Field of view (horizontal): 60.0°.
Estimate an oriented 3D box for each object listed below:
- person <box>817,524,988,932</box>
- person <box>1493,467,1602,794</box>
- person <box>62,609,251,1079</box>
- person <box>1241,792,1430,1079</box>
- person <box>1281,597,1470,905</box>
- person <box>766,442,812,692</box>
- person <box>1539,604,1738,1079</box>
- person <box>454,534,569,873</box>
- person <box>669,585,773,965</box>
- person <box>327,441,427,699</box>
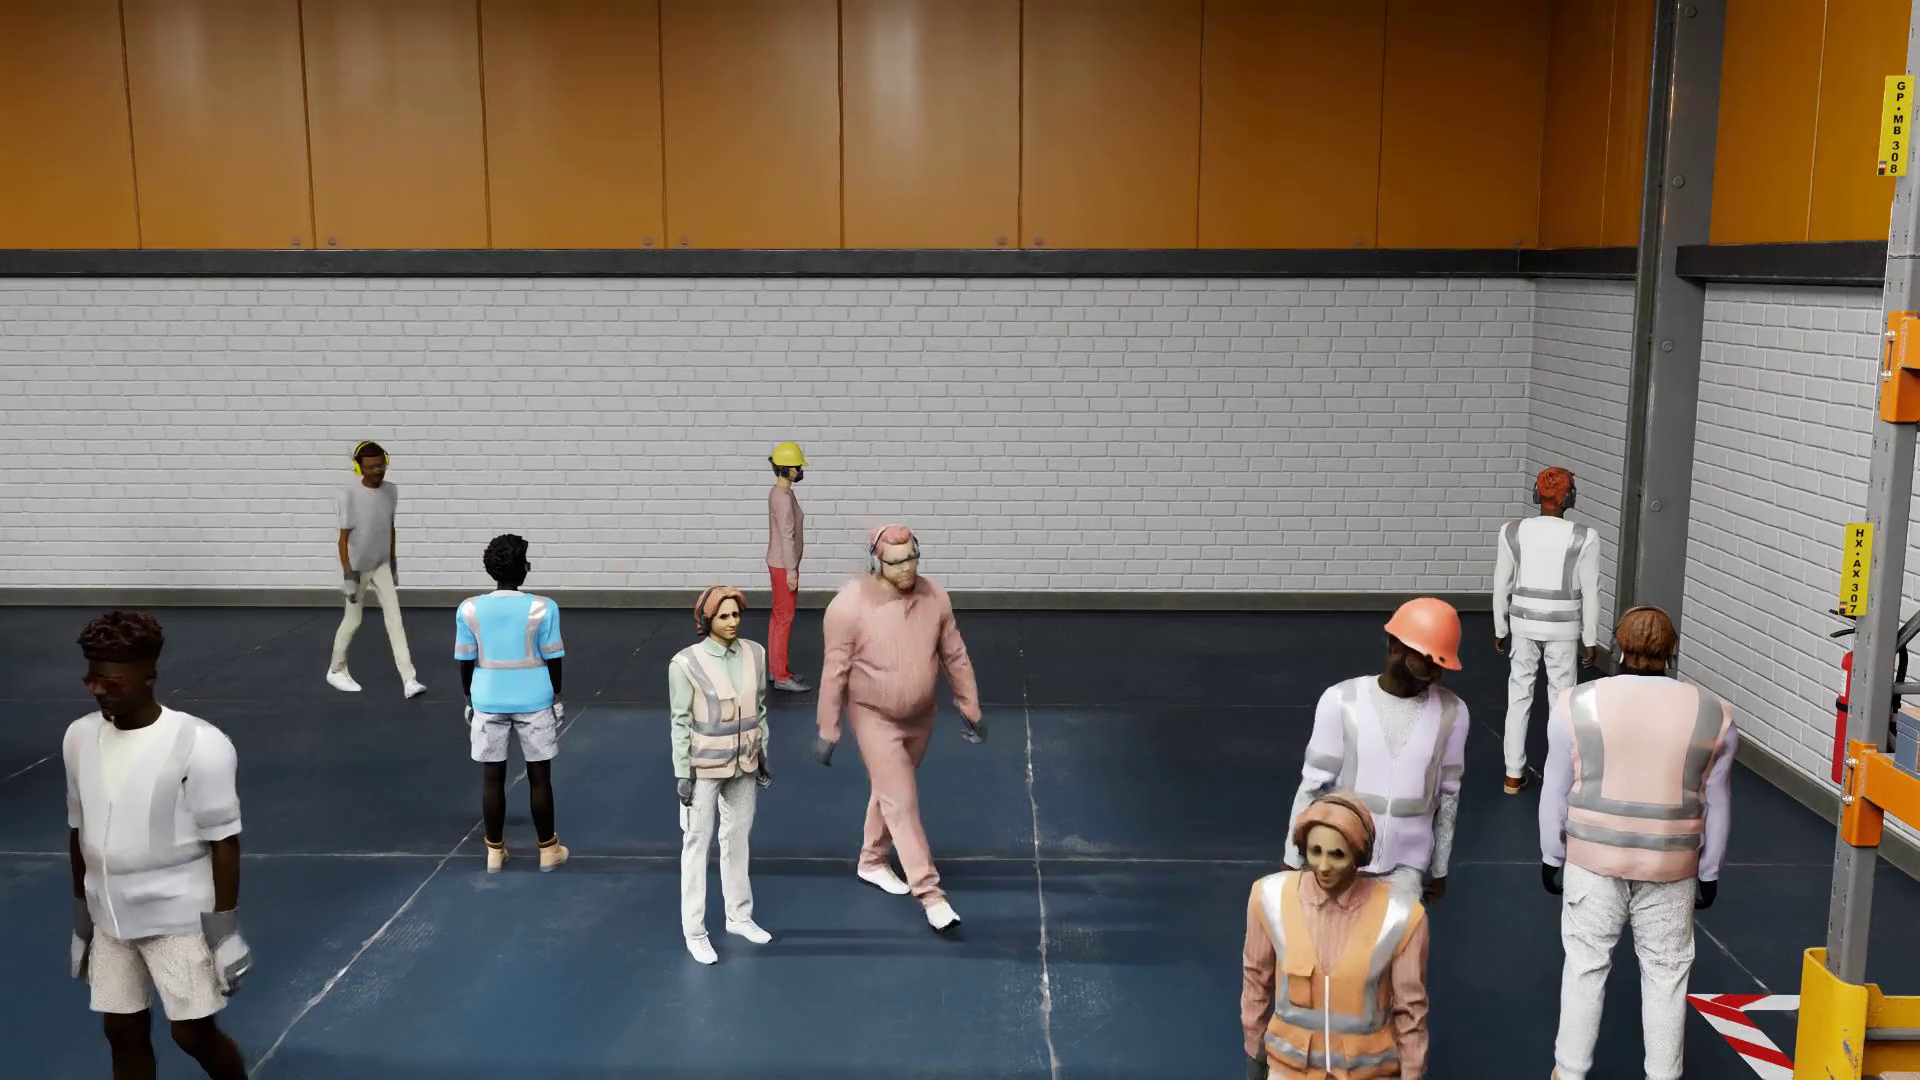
[{"bbox_3d":[-0.225,0.834,7.626,0.777,1.842,0.979,-7,12,-38],"label":"person"},{"bbox_3d":[3.306,0.525,9.393,0.581,1.882,0.339,6,11,33],"label":"person"},{"bbox_3d":[-2.557,1.172,5.307,0.648,1.965,0.483,3,10,15],"label":"person"},{"bbox_3d":[1.031,1.454,4.595,0.518,1.622,0.425,4,10,21],"label":"person"},{"bbox_3d":[1.485,1.094,6.017,0.636,1.877,0.920,1,10,8],"label":"person"},{"bbox_3d":[-1.214,0.186,11.782,0.315,1.767,0.535,-2,10,-12],"label":"person"},{"bbox_3d":[2.378,1.135,5.907,0.628,1.836,0.429,3,10,16],"label":"person"},{"bbox_3d":[-2.211,0.811,8.231,0.535,1.699,0.321,0,9,1],"label":"person"},{"bbox_3d":[-1.041,1.003,7.266,0.309,1.641,0.511,9,13,43],"label":"person"},{"bbox_3d":[-4.080,0.210,11.532,1.005,1.814,0.566,7,12,36],"label":"person"}]
